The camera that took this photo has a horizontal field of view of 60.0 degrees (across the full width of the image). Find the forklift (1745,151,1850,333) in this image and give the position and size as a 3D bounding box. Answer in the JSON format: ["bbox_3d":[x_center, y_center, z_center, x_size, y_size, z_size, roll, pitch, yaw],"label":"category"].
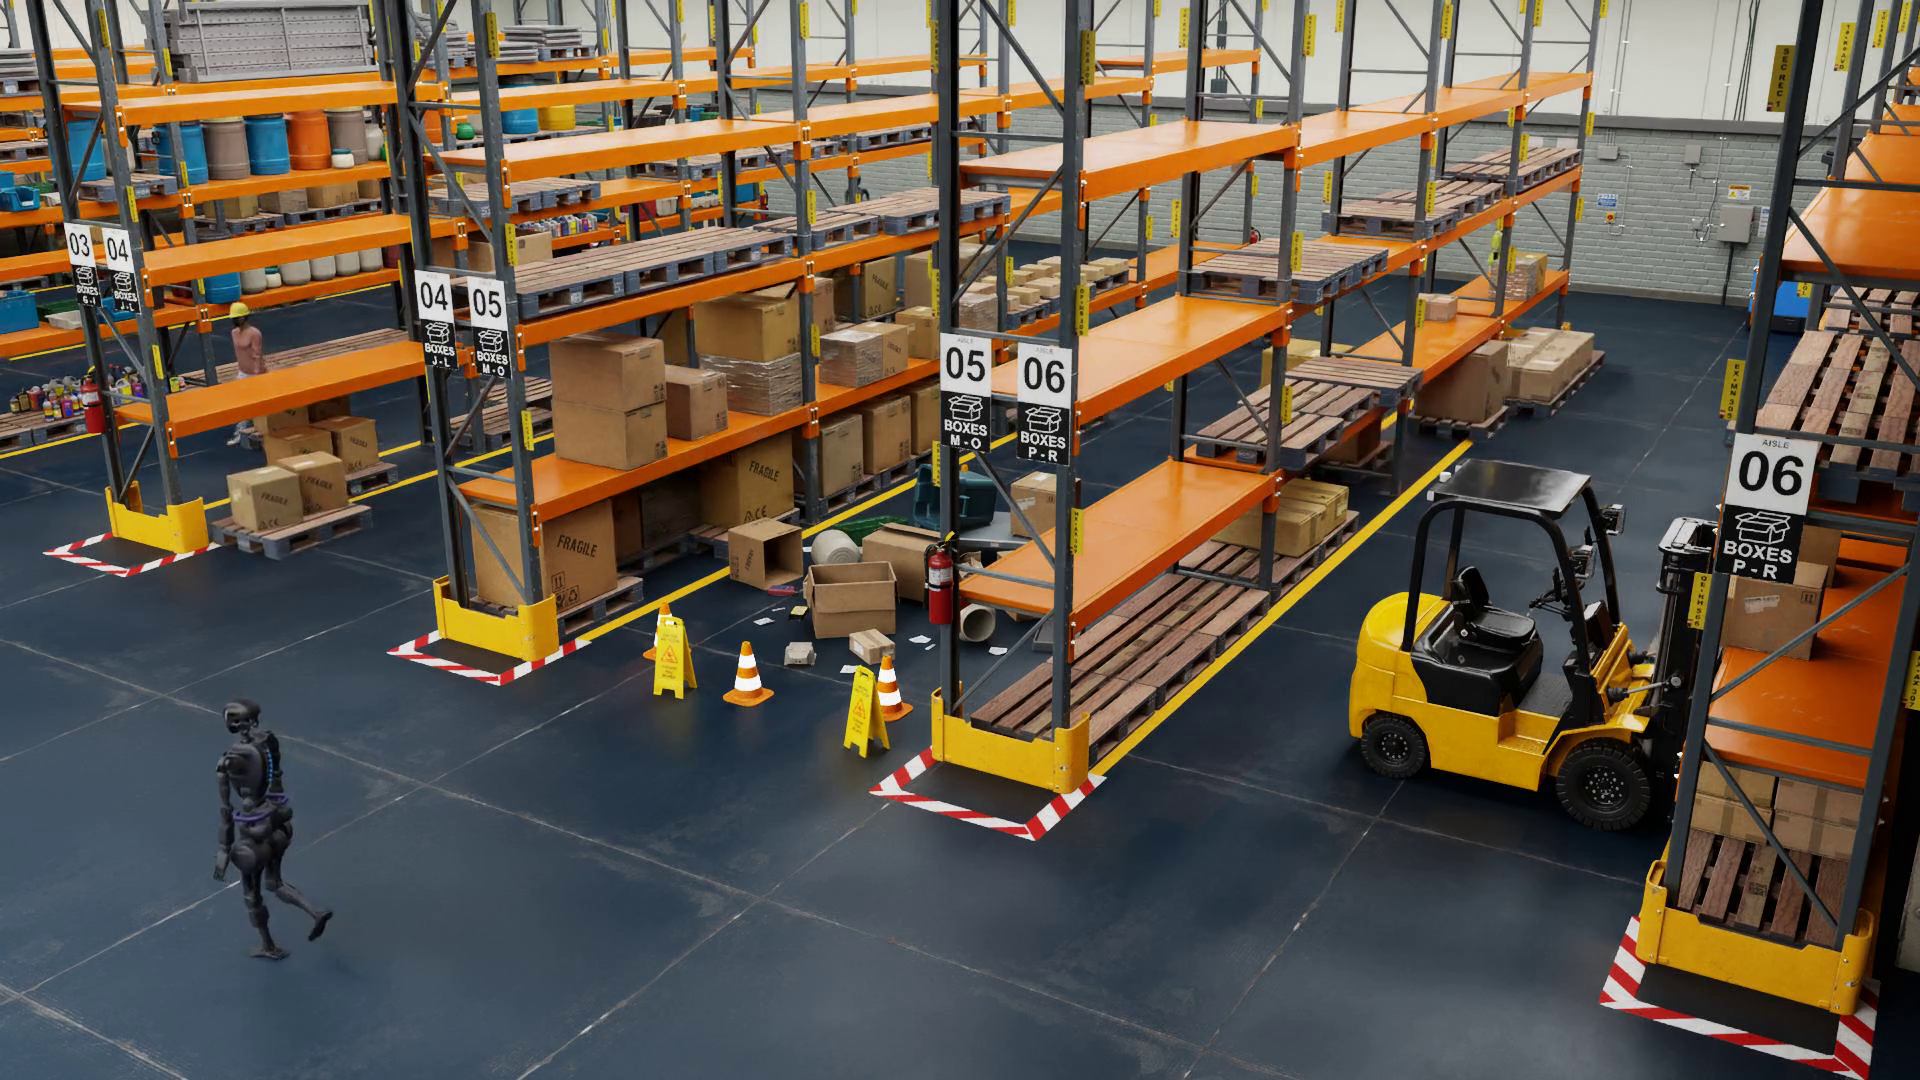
[{"bbox_3d":[13.620,-4.667,26.137,1.873,2.768,1.129,11,22,29],"label":"forklift"}]

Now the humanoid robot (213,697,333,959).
[{"bbox_3d":[-4.007,1.685,9.603,0.470,1.644,0.589,4,19,11],"label":"humanoid robot"}]

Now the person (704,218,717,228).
[{"bbox_3d":[-5.238,-7.062,34.863,0.491,1.688,0.348,-6,20,-17],"label":"person"}]

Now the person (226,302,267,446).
[{"bbox_3d":[-8.648,-2.077,20.384,0.522,1.722,0.886,9,21,23],"label":"person"}]

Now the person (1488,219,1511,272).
[{"bbox_3d":[8.961,-4.580,27.666,0.317,1.695,0.539,13,23,33],"label":"person"}]

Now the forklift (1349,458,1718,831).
[{"bbox_3d":[3.988,0.658,11.776,2.313,2.155,1.214,11,22,29],"label":"forklift"}]

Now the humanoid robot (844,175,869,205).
[{"bbox_3d":[-2.064,-6.414,33.011,0.611,1.648,0.343,-10,21,-26],"label":"humanoid robot"}]
